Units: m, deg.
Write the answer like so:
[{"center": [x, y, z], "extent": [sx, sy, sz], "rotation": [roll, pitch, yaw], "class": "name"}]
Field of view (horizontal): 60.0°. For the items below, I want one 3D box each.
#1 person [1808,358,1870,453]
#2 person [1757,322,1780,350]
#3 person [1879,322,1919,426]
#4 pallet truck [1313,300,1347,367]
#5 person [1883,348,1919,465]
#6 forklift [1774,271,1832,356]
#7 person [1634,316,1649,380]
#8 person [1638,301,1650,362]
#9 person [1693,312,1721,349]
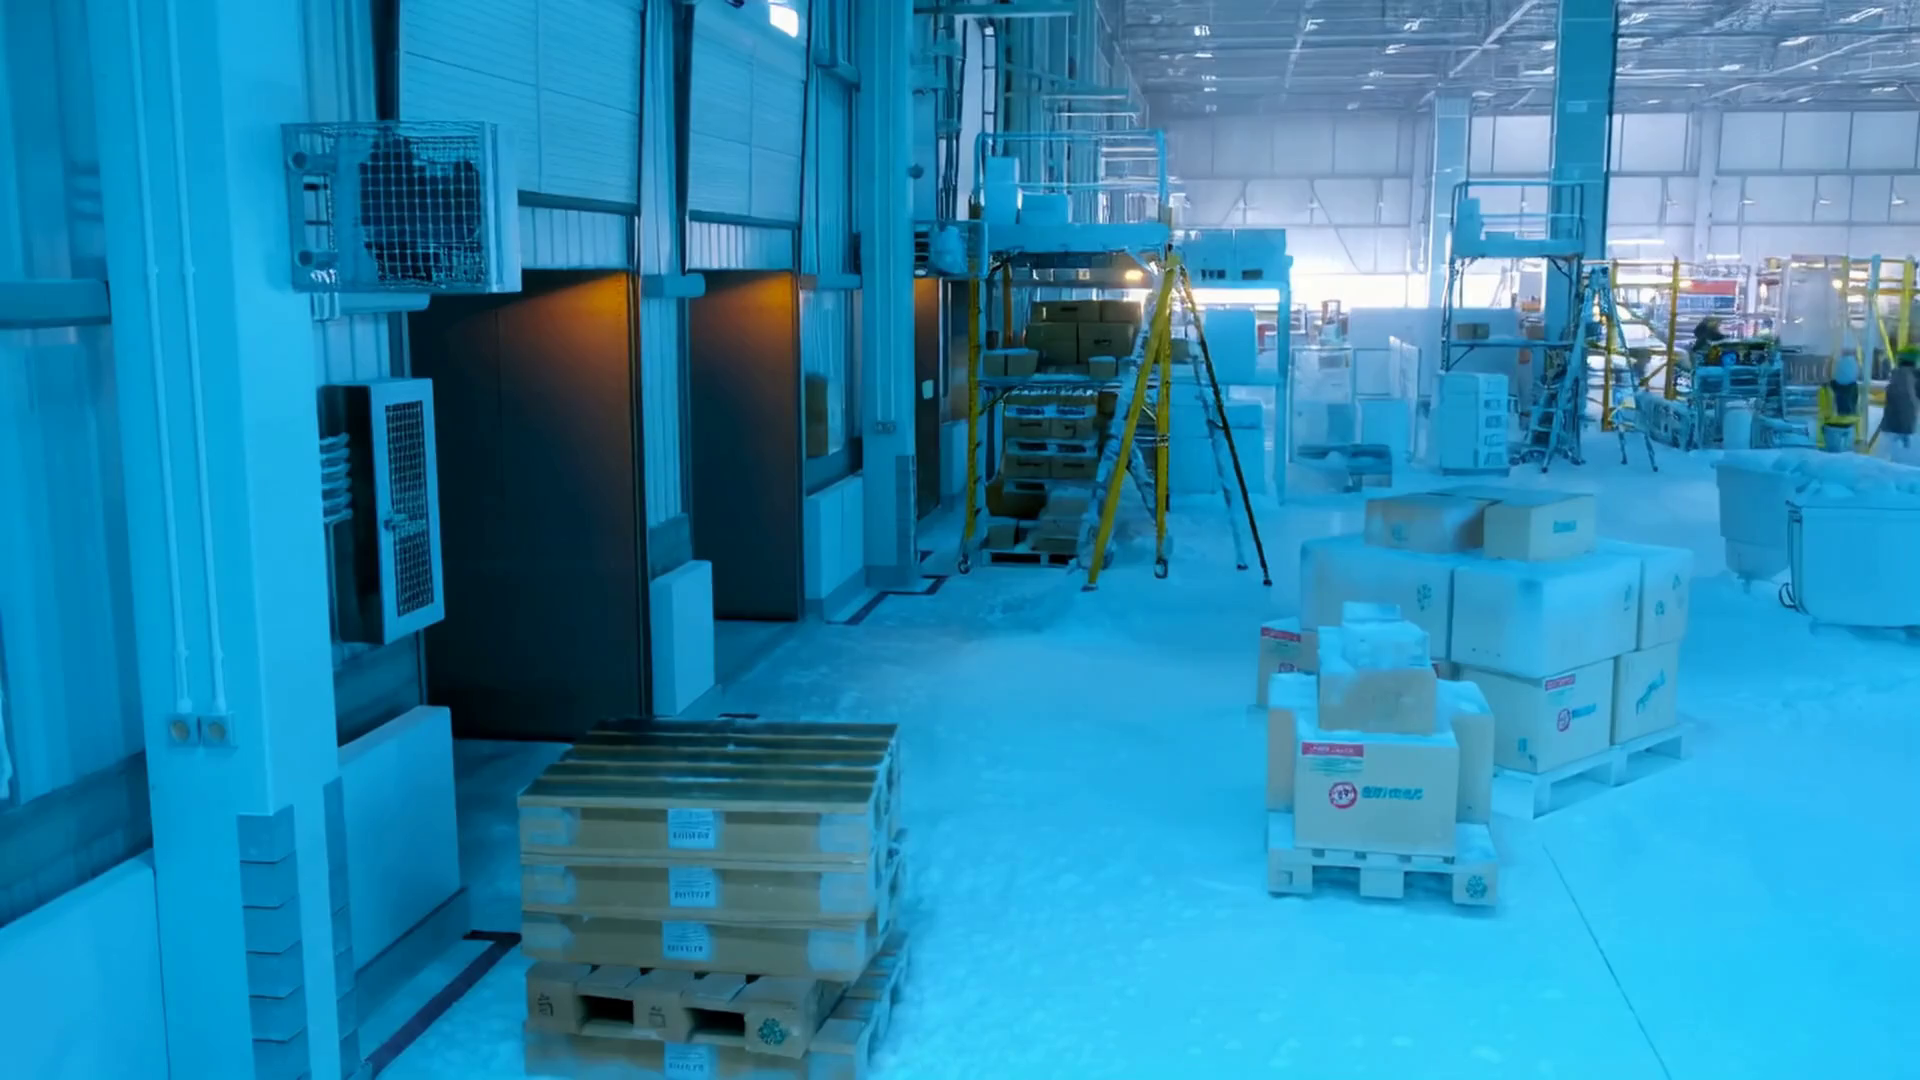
[{"center": [10.297, -1.214, 19.503], "extent": [0.572, 1.838, 0.959], "rotation": [-2, 9, -13], "class": "person"}, {"center": [17.857, -3.953, 36.762], "extent": [0.500, 1.702, 0.848], "rotation": [-1, 9, -4], "class": "person"}, {"center": [17.106, -3.023, 30.307], "extent": [0.630, 1.940, 0.372], "rotation": [5, 10, 27], "class": "person"}, {"center": [11.159, -6.200, 49.718], "extent": [0.823, 1.965, 1.885], "rotation": [4, 10, 26], "class": "pallet truck"}, {"center": [11.103, -1.288, 19.660], "extent": [0.393, 1.968, 0.780], "rotation": [8, 12, 41], "class": "person"}, {"center": [19.697, -4.806, 38.408], "extent": [1.873, 2.768, 1.129], "rotation": [1, 9, 9], "class": "forklift"}, {"center": [15.205, -4.114, 37.363], "extent": [0.527, 1.830, 0.498], "rotation": [-6, 11, -33], "class": "person"}, {"center": [21.381, -6.527, 52.113], "extent": [0.360, 1.888, 0.668], "rotation": [-6, 11, -33], "class": "person"}, {"center": [16.915, -4.221, 37.785], "extent": [0.629, 1.913, 0.925], "rotation": [-3, 10, -18], "class": "person"}]
